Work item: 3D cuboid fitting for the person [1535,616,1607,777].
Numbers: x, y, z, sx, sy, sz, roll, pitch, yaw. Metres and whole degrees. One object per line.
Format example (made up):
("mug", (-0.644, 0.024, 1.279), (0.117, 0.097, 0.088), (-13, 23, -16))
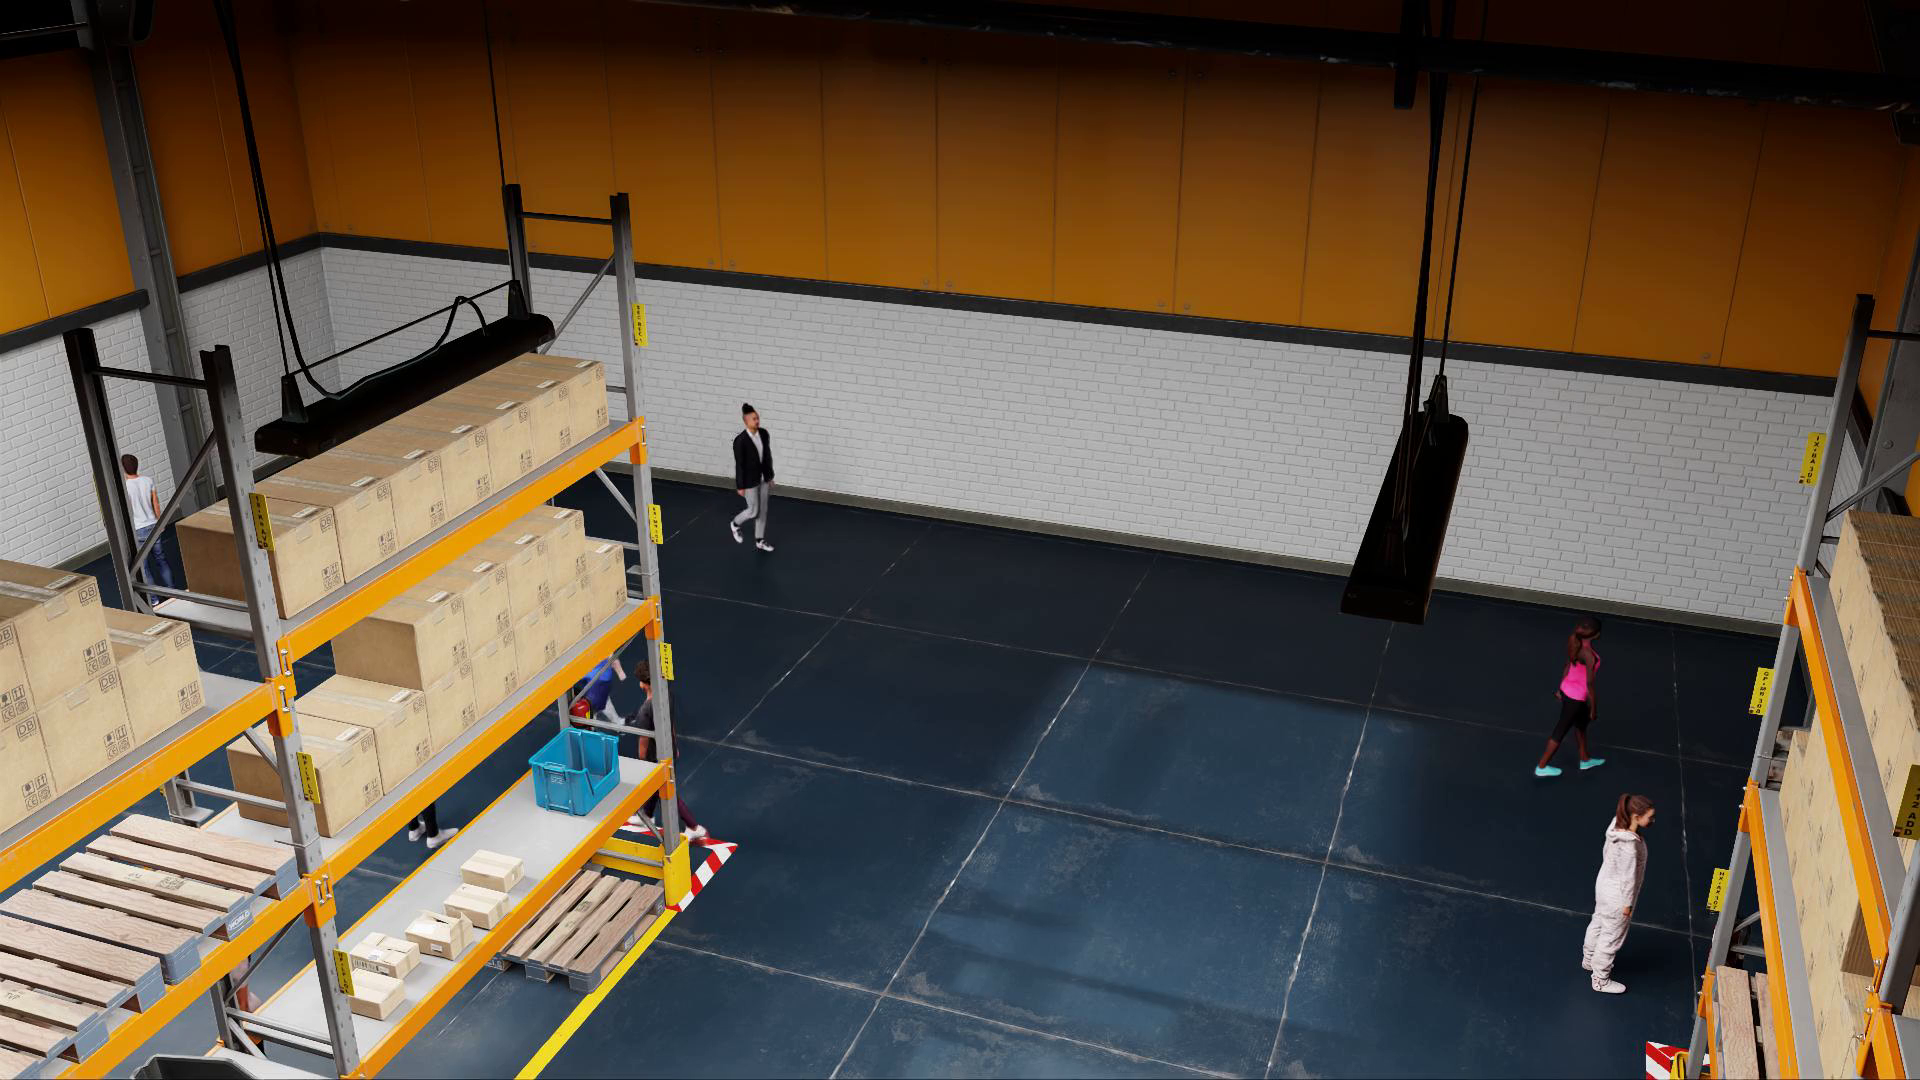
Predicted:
("person", (5.708, 1.495, 15.707), (0.851, 1.697, 0.950), (0, 24, 0))

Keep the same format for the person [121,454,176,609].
("person", (-9.406, -0.110, 19.169), (0.734, 1.865, 0.522), (13, 27, 27))

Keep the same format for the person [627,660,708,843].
("person", (-2.609, 1.892, 14.724), (0.722, 1.757, 1.020), (7, 25, 16))

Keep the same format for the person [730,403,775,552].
("person", (-2.621, -0.795, 20.645), (0.921, 1.938, 0.901), (18, 29, 35))

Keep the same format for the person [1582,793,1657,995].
("person", (5.100, 2.710, 12.938), (0.760, 1.688, 0.603), (1, 24, 3))
